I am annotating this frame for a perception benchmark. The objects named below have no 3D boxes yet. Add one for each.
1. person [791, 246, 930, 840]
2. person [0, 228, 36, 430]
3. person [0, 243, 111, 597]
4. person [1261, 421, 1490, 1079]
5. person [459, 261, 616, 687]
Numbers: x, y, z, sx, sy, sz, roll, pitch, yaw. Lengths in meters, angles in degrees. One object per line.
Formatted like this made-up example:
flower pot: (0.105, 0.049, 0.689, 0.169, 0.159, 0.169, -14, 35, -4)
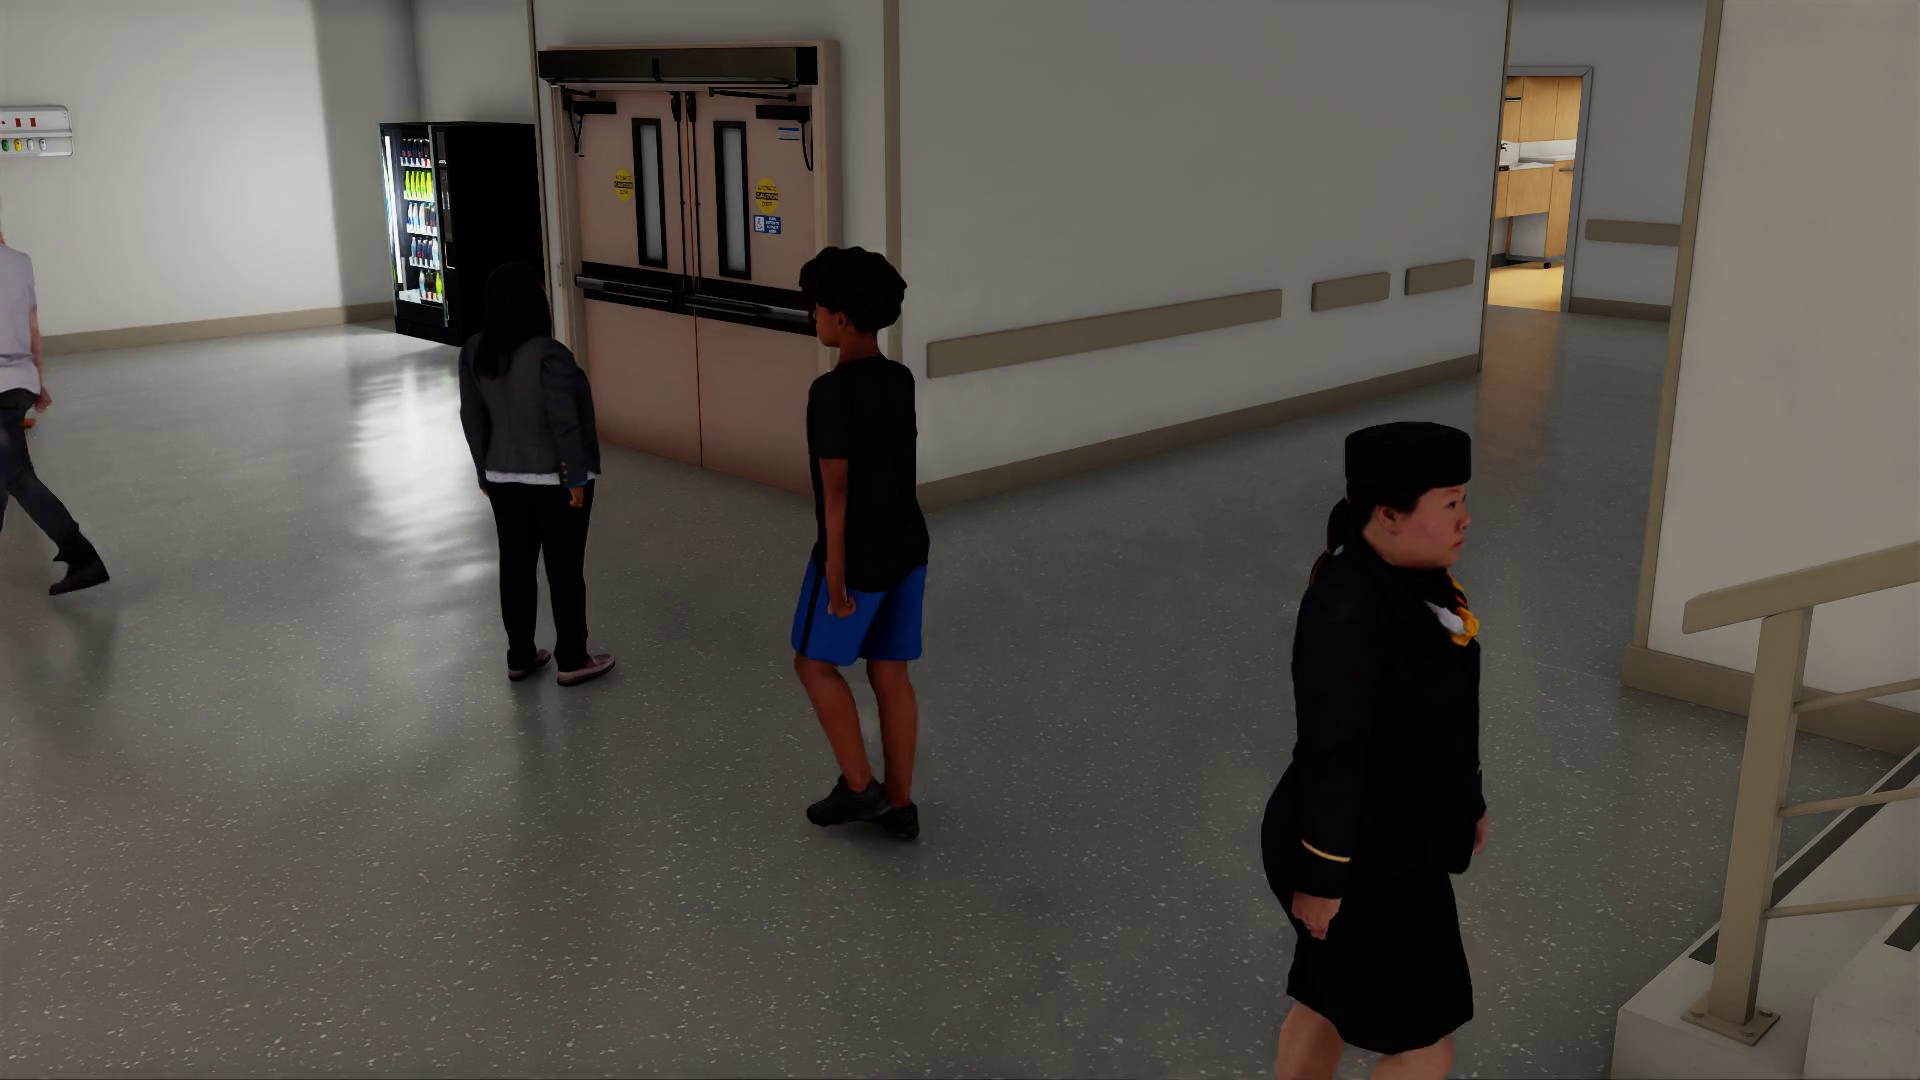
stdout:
person: (-0.199, 0.053, 4.862, 0.599, 1.782, 0.621, 13, 20, 39)
person: (-6.309, -1.573, 10.576, 0.774, 1.811, 0.770, -5, 16, -16)
person: (-4.098, -0.609, 7.188, 1.282, 1.793, 1.147, 2, 16, 7)
person: (0.703, 0.586, 3.201, 0.823, 1.657, 0.799, 8, 18, 26)
person: (-1.594, -0.245, 6.259, 0.707, 1.597, 0.817, 7, 17, 24)
